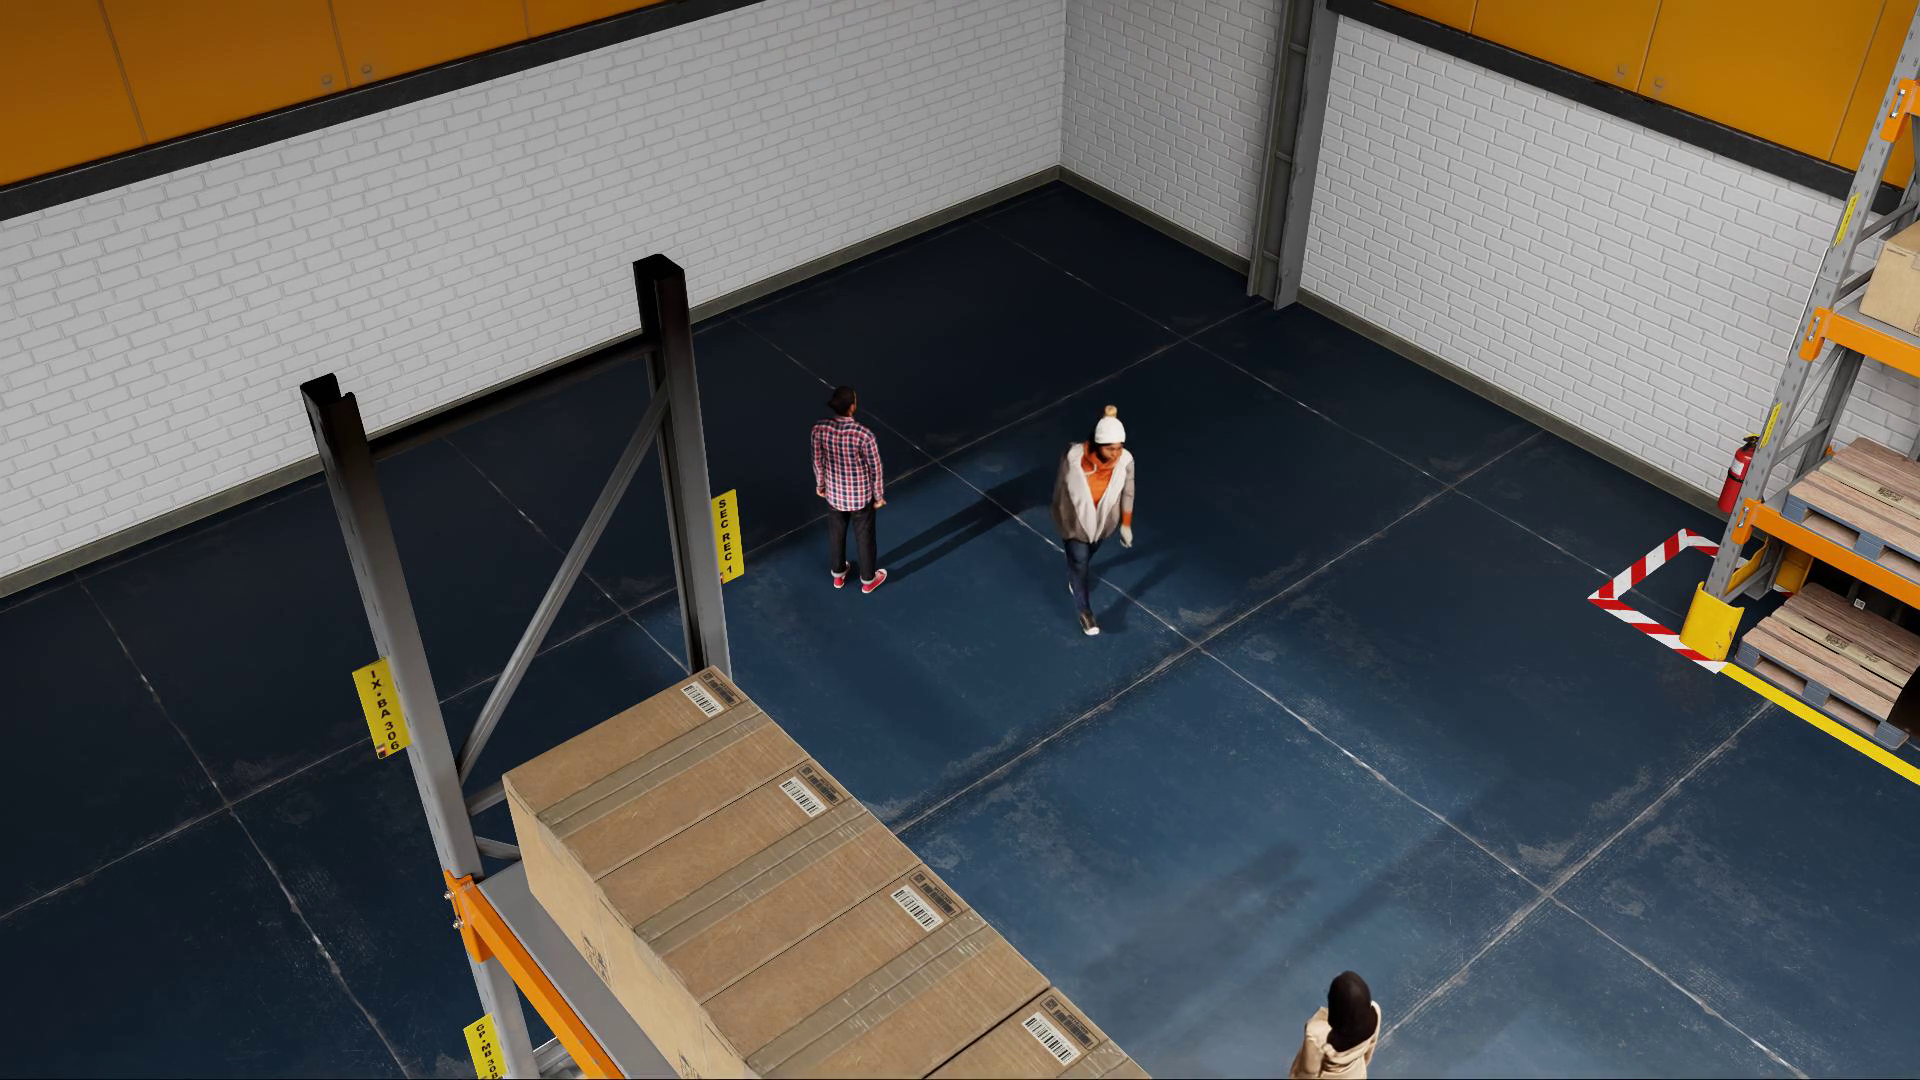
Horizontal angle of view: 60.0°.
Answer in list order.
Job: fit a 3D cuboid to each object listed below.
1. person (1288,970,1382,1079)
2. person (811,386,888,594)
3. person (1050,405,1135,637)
[{"bbox_3d":[1.854,2.713,8.338,0.683,1.682,0.615,-16,41,-19],"label":"person"},{"bbox_3d":[-0.802,-0.365,12.131,0.730,1.760,0.842,11,40,13],"label":"person"},{"bbox_3d":[0.888,-0.271,11.953,1.021,1.835,1.204,-2,39,-3],"label":"person"}]
